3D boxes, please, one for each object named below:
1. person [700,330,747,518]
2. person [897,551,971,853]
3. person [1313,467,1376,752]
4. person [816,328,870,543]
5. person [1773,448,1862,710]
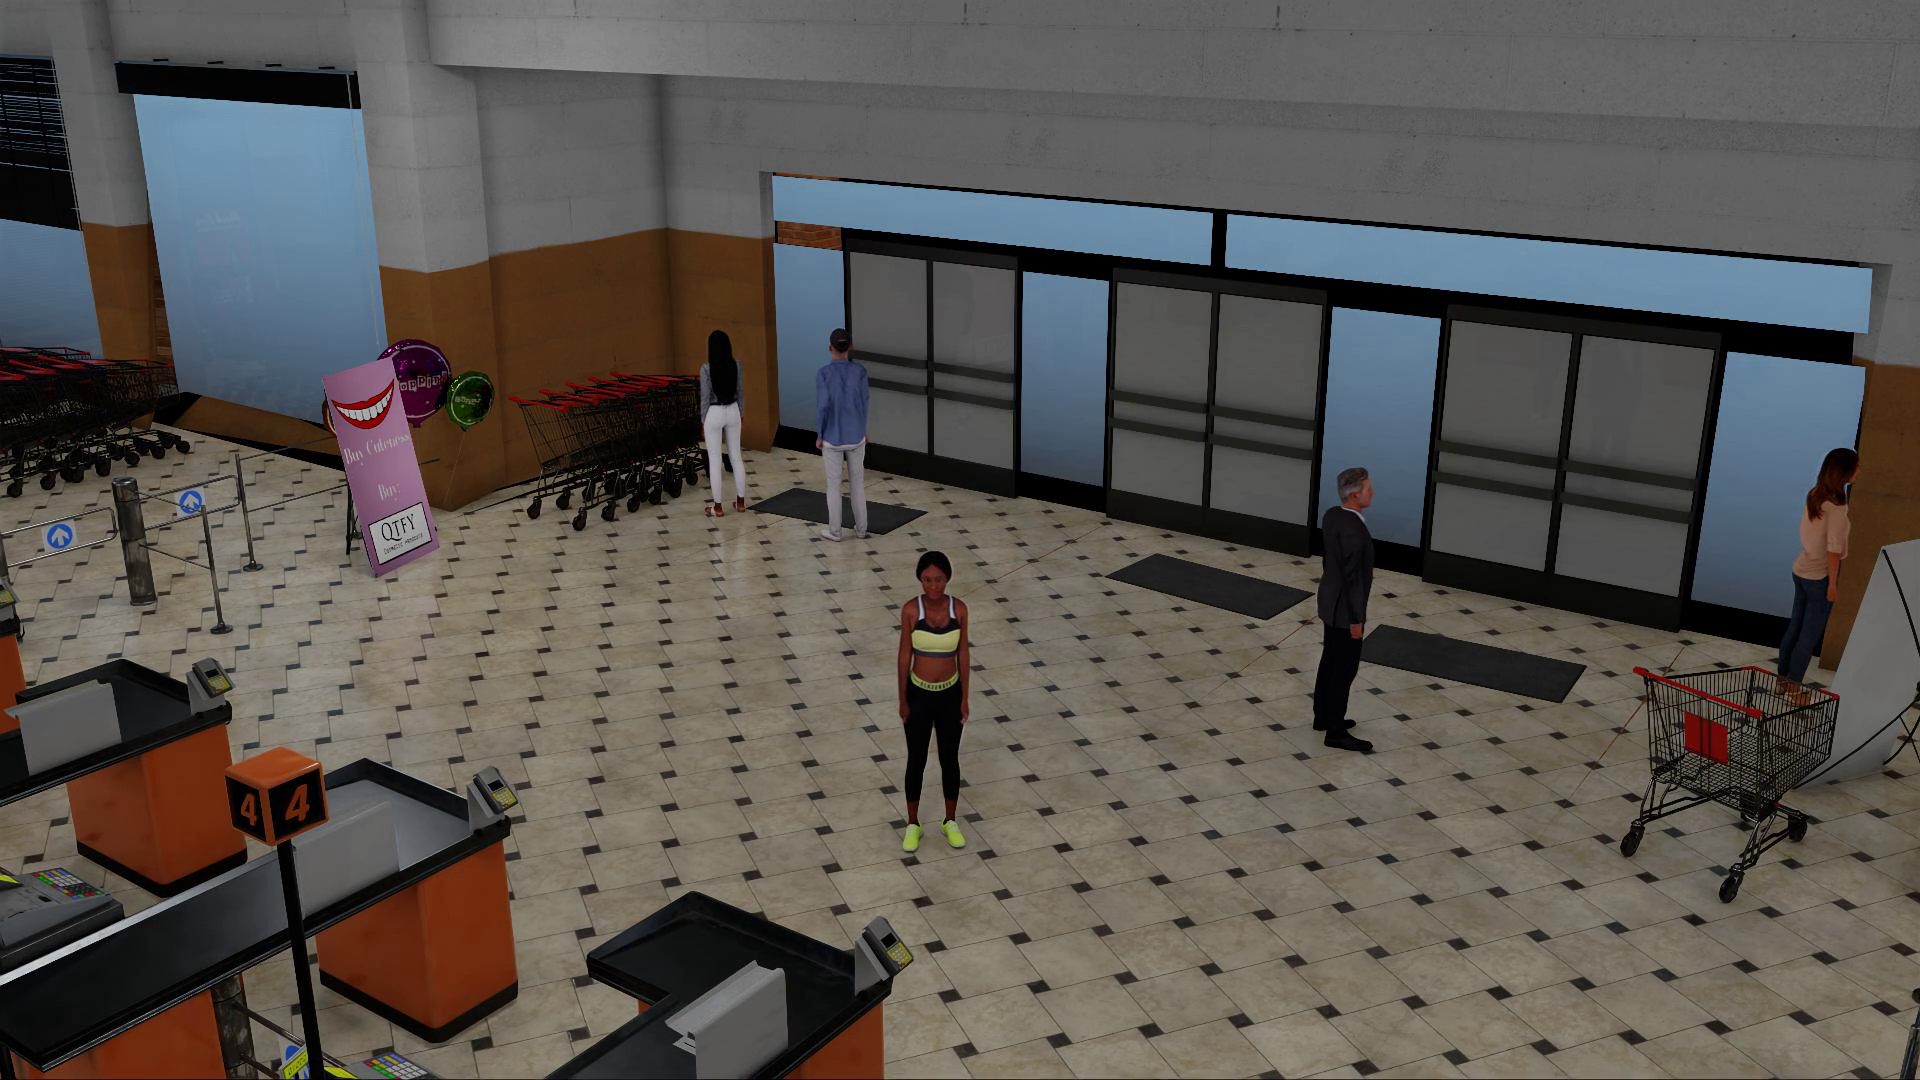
[{"bbox_3d":[-2.166,-1.076,15.186,0.585,1.725,0.721,-12,22,-31],"label":"person"},{"bbox_3d":[-0.149,0.888,9.315,0.638,1.755,0.694,-3,19,-8],"label":"person"},{"bbox_3d":[2.454,0.412,10.591,0.866,1.842,0.776,-1,19,-3],"label":"person"},{"bbox_3d":[-1.017,-0.914,14.453,0.693,1.887,0.803,-8,20,-22],"label":"person"},{"bbox_3d":[5.751,0.241,11.180,0.736,1.790,0.622,2,19,5],"label":"person"}]
